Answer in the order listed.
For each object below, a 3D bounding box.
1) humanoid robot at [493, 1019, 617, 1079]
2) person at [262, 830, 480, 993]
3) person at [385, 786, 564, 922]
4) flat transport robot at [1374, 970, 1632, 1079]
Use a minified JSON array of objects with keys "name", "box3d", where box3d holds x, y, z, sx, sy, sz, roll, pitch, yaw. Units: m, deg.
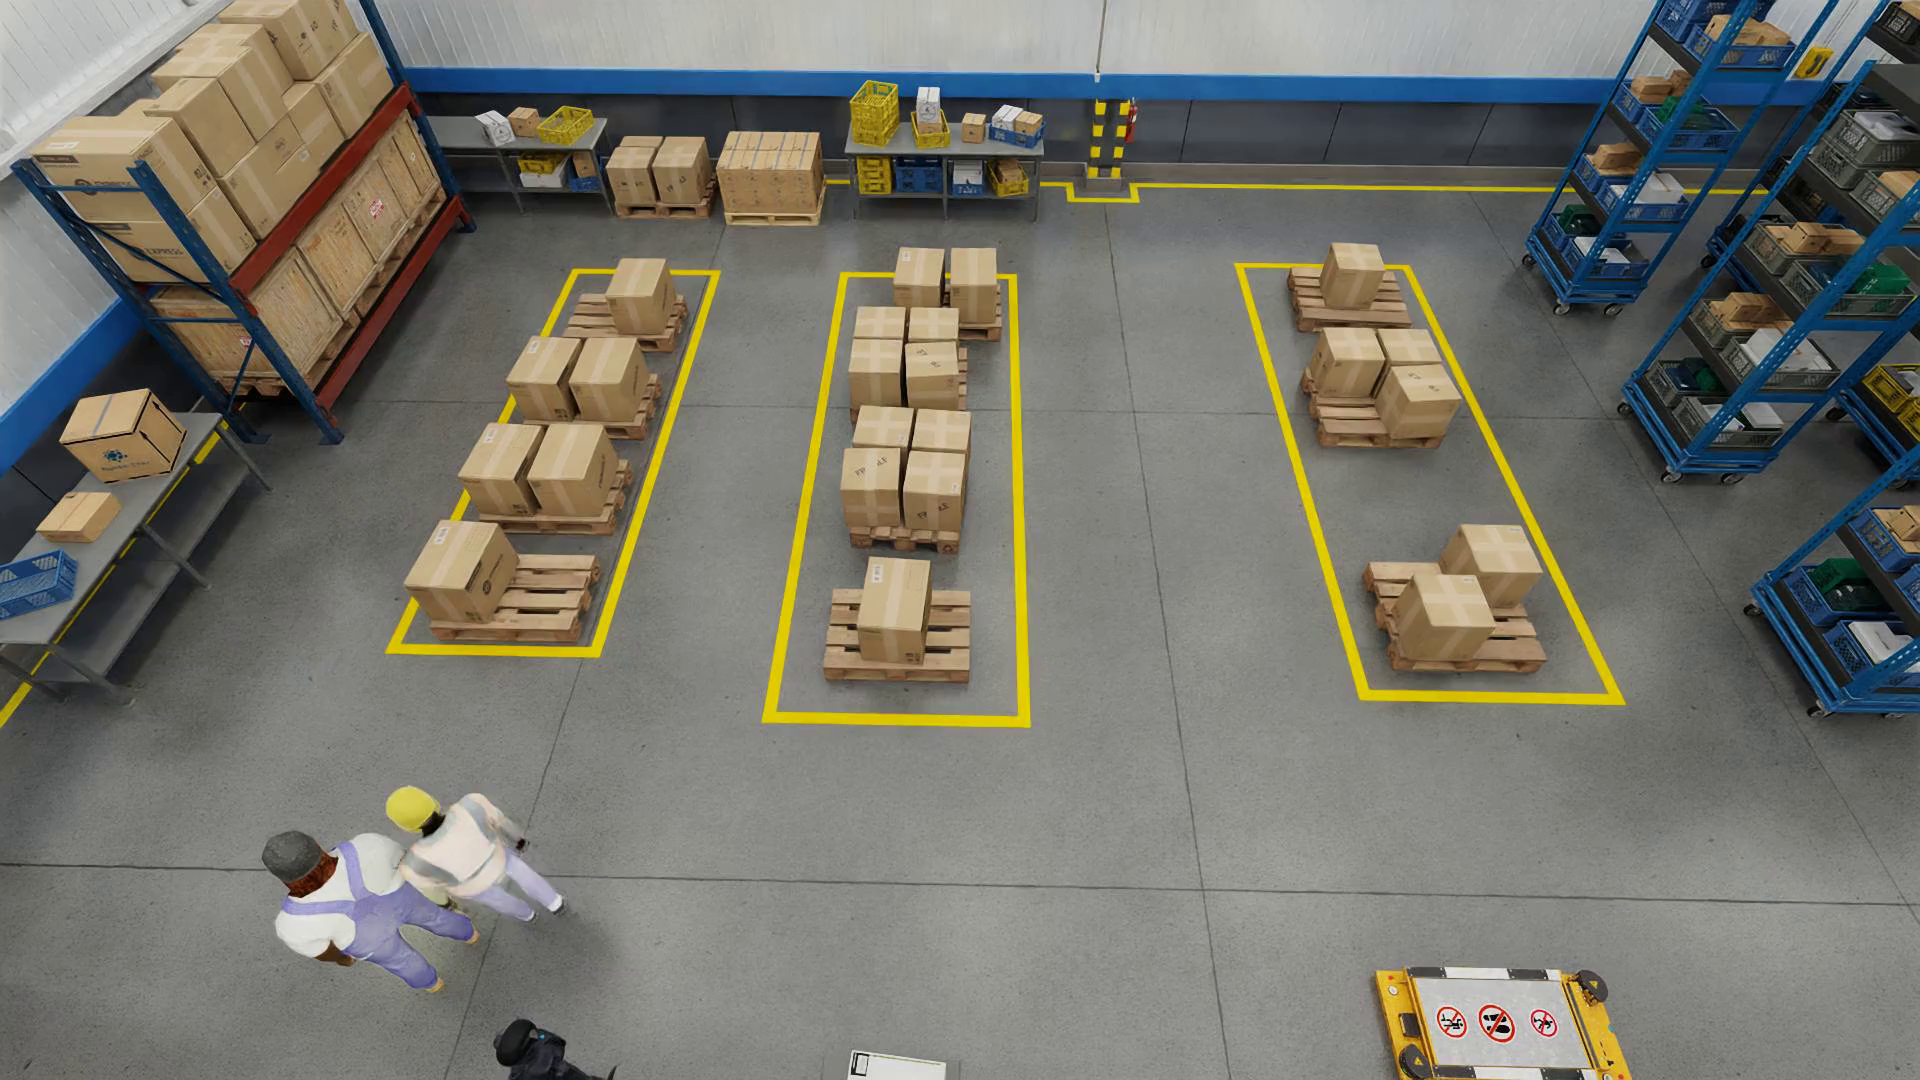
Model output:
[{"name":"humanoid robot","box3d":[-2.209,3.013,5.119,0.578,1.651,0.329,16,52,12]},{"name":"person","box3d":[-3.573,2.217,5.537,0.539,2.000,0.688,21,54,17]},{"name":"person","box3d":[-3.039,2.045,5.761,0.464,1.905,0.590,23,54,18]},{"name":"flat transport robot","box3d":[3.501,3.133,5.914,1.431,0.197,0.652,1,51,1]}]
